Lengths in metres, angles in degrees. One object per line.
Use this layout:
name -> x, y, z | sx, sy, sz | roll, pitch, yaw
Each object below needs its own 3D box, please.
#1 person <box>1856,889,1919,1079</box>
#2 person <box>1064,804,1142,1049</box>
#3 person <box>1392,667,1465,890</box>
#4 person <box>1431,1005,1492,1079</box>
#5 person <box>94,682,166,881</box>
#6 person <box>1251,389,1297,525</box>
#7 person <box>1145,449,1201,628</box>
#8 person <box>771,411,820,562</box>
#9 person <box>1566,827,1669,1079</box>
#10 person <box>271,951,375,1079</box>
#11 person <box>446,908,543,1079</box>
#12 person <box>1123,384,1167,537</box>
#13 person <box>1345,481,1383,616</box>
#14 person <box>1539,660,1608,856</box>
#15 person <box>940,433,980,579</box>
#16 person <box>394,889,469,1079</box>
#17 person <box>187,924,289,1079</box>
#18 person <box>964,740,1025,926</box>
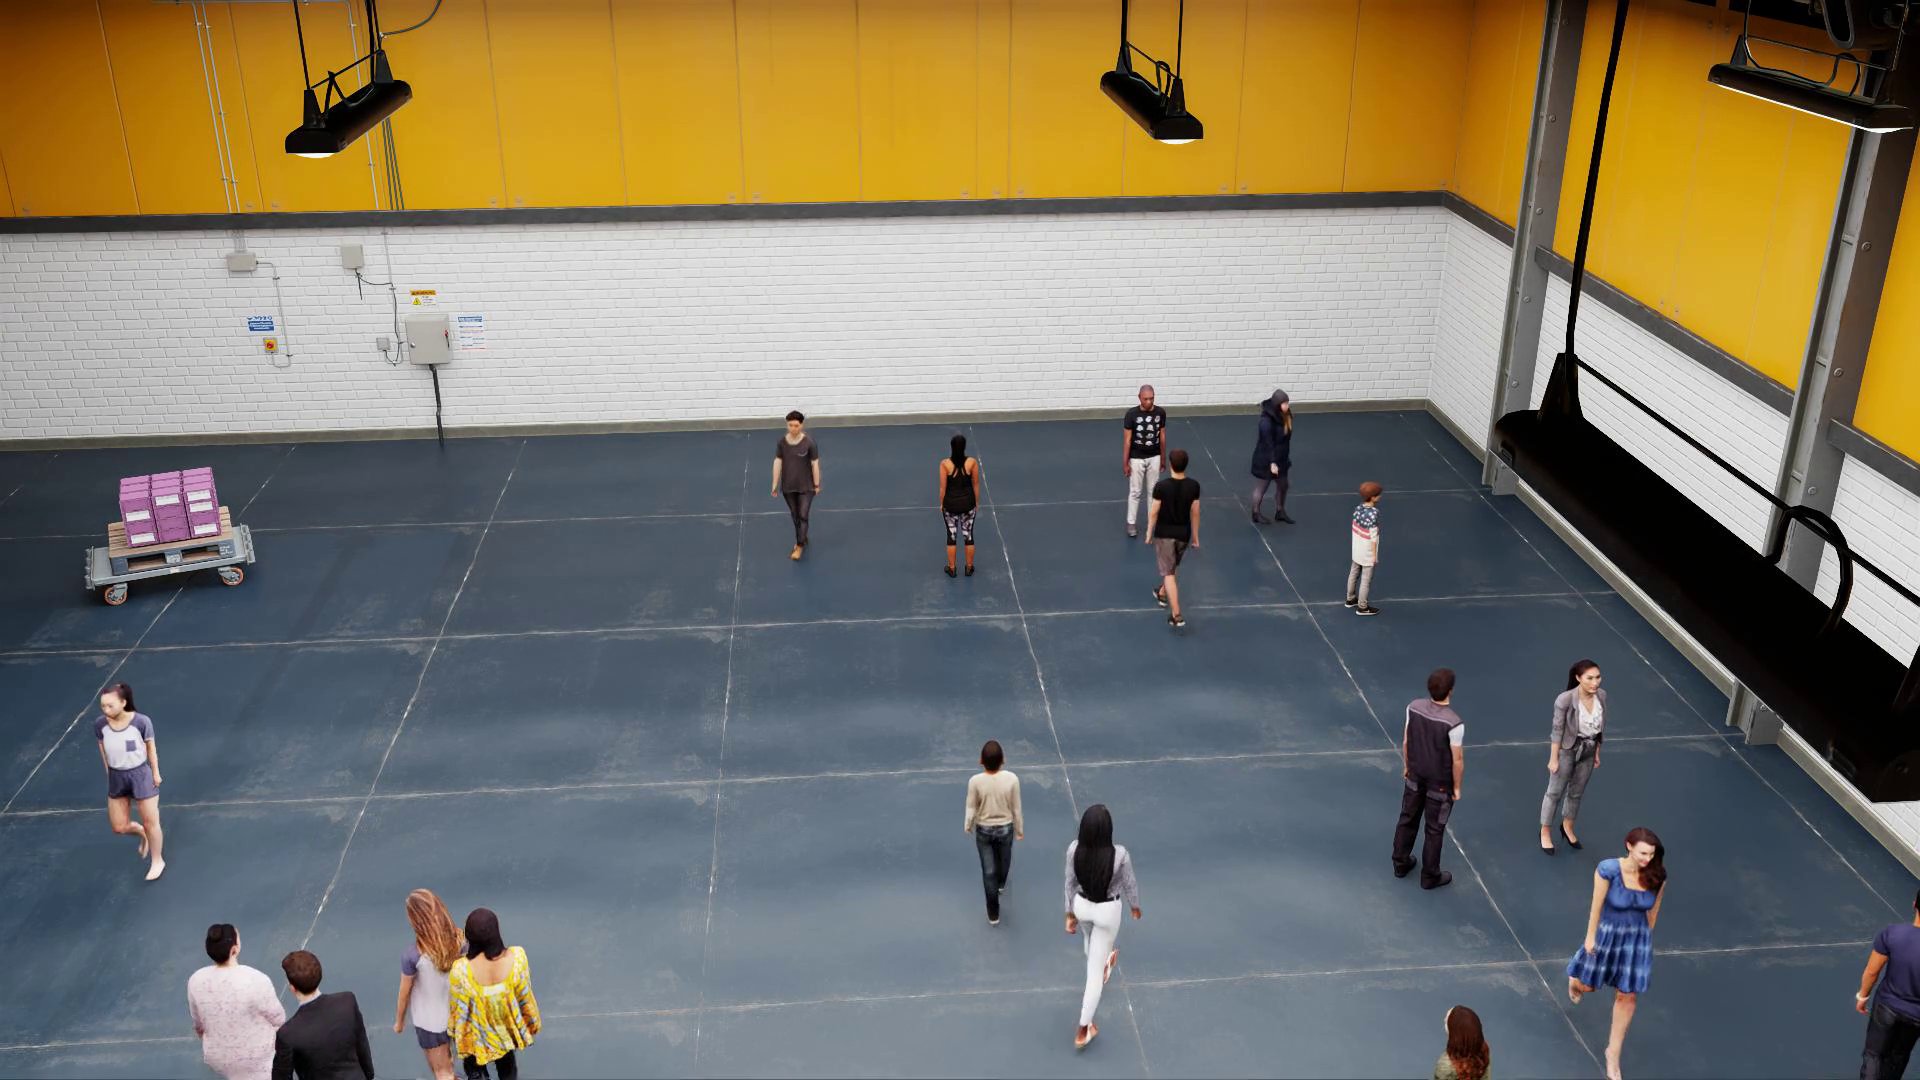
person -> 5.777, 2.927, 10.206 | 1.002, 1.772, 1.162 | 12, 26, 25
person -> 0.885, 2.588, 11.105 | 1.022, 1.673, 1.254 | 11, 26, 24
person -> 3.586, 1.803, 12.681 | 0.798, 1.849, 0.712 | -21, 31, -39
person -> 2.930, 3.351, 9.644 | 0.904, 1.445, 1.091 | -16, 28, -32
person -> -6.374, 1.827, 12.887 | 0.591, 1.639, 0.639 | -2, 24, -3
person -> 3.523, -0.960, 19.236 | 0.922, 1.662, 0.862 | 19, 30, 37
person -> 2.169, 0.002, 16.832 | 0.814, 1.825, 1.228 | -6, 24, -13
person -> -1.785, -0.660, 18.523 | 0.869, 1.683, 1.069 | 8, 25, 18
person -> 4.258, 2.626, 10.871 | 0.762, 1.790, 1.044 | 1, 24, 2
person -> -3.538, 3.201, 9.484 | 1.151, 1.848, 1.135 | 15, 28, 31
person -> -2.835, 3.027, 10.148 | 0.908, 1.636, 1.001 | -15, 28, -30
person -> 2.104, -0.931, 18.995 | 0.684, 1.801, 0.643 | -5, 24, -11
person -> 4.182, 0.065, 17.168 | 0.628, 1.440, 0.506 | -9, 25, -20
person -> 4.848, 1.696, 13.140 | 0.672, 1.678, 0.654 | -7, 25, -16
person -> -0.008, -0.391, 17.945 | 0.579, 1.653, 0.522 | -3, 24, -7
person -> -3.138, 2.970, 10.208 | 1.085, 1.691, 1.078 | 13, 27, 27
person -> -4.312, 3.094, 9.915 | 0.919, 1.699, 1.194 | 6, 24, 13
person -> 0.263, 2.188, 12.303 | 0.597, 1.446, 0.860 | -3, 24, -7
